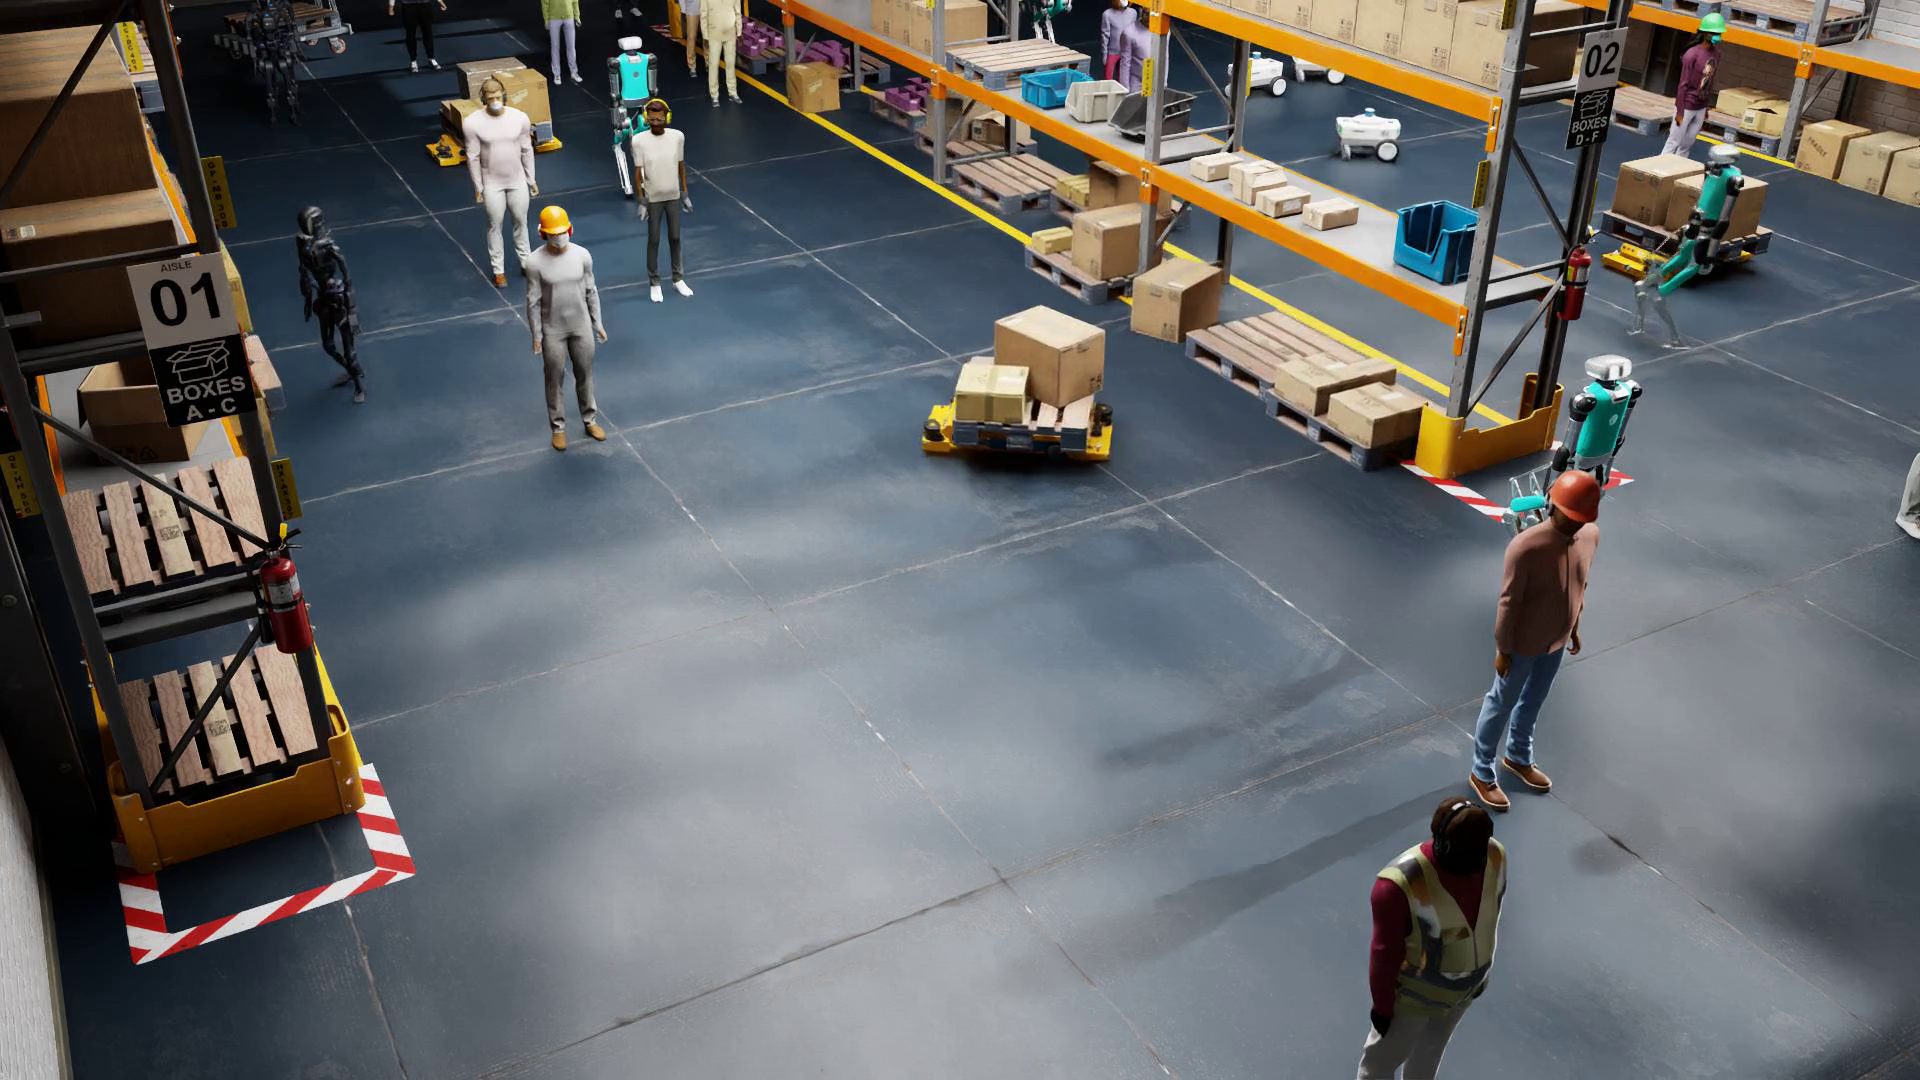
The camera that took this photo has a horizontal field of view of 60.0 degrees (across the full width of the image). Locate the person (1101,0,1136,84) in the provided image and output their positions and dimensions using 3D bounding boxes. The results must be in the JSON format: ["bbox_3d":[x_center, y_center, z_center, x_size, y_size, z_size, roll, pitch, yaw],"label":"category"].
[{"bbox_3d":[1.937,-5.956,20.405,0.498,1.633,0.282,-15,33,-24],"label":"person"}]

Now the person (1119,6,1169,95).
[{"bbox_3d":[2.079,-5.103,18.656,0.637,1.904,0.406,-15,33,-24],"label":"person"}]

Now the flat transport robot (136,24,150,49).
[{"bbox_3d":[-12.112,-7.218,23.975,1.431,0.231,0.659,-16,33,-25],"label":"flat transport robot"}]

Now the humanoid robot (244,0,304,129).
[{"bbox_3d":[-8.304,-5.844,20.156,0.599,1.657,0.315,-16,33,-25],"label":"humanoid robot"}]

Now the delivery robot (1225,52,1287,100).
[{"bbox_3d":[3.834,-6.046,21.620,0.739,0.566,0.499,-16,33,-25],"label":"delivery robot"}]

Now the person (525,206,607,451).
[{"bbox_3d":[-2.980,-1.614,12.588,0.570,1.897,0.367,-15,33,-24],"label":"person"}]

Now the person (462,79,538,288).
[{"bbox_3d":[-4.257,-3.336,15.542,0.627,1.940,0.375,-15,33,-24],"label":"person"}]

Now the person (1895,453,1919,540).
[{"bbox_3d":[6.869,-0.926,11.358,0.585,1.928,0.374,-15,33,-24],"label":"person"}]

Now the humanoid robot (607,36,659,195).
[{"bbox_3d":[-3.527,-4.563,17.744,0.533,1.677,0.735,-16,33,-25],"label":"humanoid robot"}]

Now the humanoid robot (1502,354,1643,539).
[{"bbox_3d":[3.814,-0.468,10.616,0.533,1.677,0.735,-16,33,-25],"label":"humanoid robot"}]

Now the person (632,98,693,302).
[{"bbox_3d":[-2.712,-3.116,15.235,0.516,1.864,0.331,-15,33,-24],"label":"person"}]

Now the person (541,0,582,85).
[{"bbox_3d":[-5.276,-6.889,22.029,0.498,1.633,0.282,-15,33,-24],"label":"person"}]

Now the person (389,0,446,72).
[{"bbox_3d":[-7.395,-7.293,22.609,0.761,1.759,0.439,-15,33,-24],"label":"person"}]

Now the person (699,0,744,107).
[{"bbox_3d":[-3.008,-6.405,21.067,0.561,1.752,0.330,-15,33,-24],"label":"person"}]

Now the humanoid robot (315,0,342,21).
[{"bbox_3d":[-9.553,-8.622,24.811,0.533,1.677,0.735,-16,33,-25],"label":"humanoid robot"}]

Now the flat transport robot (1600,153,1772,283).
[{"bbox_3d":[7.058,-2.820,16.318,1.431,0.231,0.659,-16,33,-25],"label":"flat transport robot"}]

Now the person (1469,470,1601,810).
[{"bbox_3d":[3.065,0.514,8.792,0.609,1.988,0.388,-15,33,-24],"label":"person"}]

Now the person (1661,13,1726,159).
[{"bbox_3d":[7.841,-4.660,17.836,0.488,1.953,0.418,-15,33,-24],"label":"person"}]

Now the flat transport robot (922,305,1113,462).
[{"bbox_3d":[0.460,-0.874,12.931,1.431,0.231,0.659,4,30,7],"label":"flat transport robot"}]

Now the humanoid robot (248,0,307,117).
[{"bbox_3d":[-8.455,-6.118,20.633,0.599,1.657,0.315,-16,33,-25],"label":"humanoid robot"}]

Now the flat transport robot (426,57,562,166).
[{"bbox_3d":[-5.473,-4.659,19.520,1.431,0.231,0.659,-16,33,-25],"label":"flat transport robot"}]

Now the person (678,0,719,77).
[{"bbox_3d":[-3.502,-7.144,22.354,0.561,1.752,0.330,-15,33,-24],"label":"person"}]

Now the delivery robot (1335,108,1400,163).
[{"bbox_3d":[4.760,-4.692,19.308,0.784,0.613,0.512,4,30,7],"label":"delivery robot"}]

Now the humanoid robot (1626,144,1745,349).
[{"bbox_3d":[6.151,-2.490,14.290,0.797,1.798,0.531,-2,30,-3],"label":"humanoid robot"}]

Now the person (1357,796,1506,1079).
[{"bbox_3d":[1.902,1.793,6.711,0.619,1.845,0.431,-15,33,-24],"label":"person"}]

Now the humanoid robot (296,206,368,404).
[{"bbox_3d":[-4.986,-1.913,13.332,0.617,1.648,0.451,17,34,27],"label":"humanoid robot"}]

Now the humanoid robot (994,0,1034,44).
[{"bbox_3d":[0.717,-7.324,22.731,0.599,1.657,0.315,-16,33,-25],"label":"humanoid robot"}]

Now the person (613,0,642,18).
[{"bbox_3d":[-5.144,-8.940,25.388,0.512,1.848,0.340,-15,33,-24],"label":"person"}]

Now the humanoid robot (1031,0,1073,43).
[{"bbox_3d":[1.234,-7.470,22.806,0.533,1.677,0.735,-16,33,-25],"label":"humanoid robot"}]

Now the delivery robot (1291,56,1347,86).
[{"bbox_3d":[4.840,-6.402,22.285,0.784,0.613,0.512,4,30,7],"label":"delivery robot"}]
